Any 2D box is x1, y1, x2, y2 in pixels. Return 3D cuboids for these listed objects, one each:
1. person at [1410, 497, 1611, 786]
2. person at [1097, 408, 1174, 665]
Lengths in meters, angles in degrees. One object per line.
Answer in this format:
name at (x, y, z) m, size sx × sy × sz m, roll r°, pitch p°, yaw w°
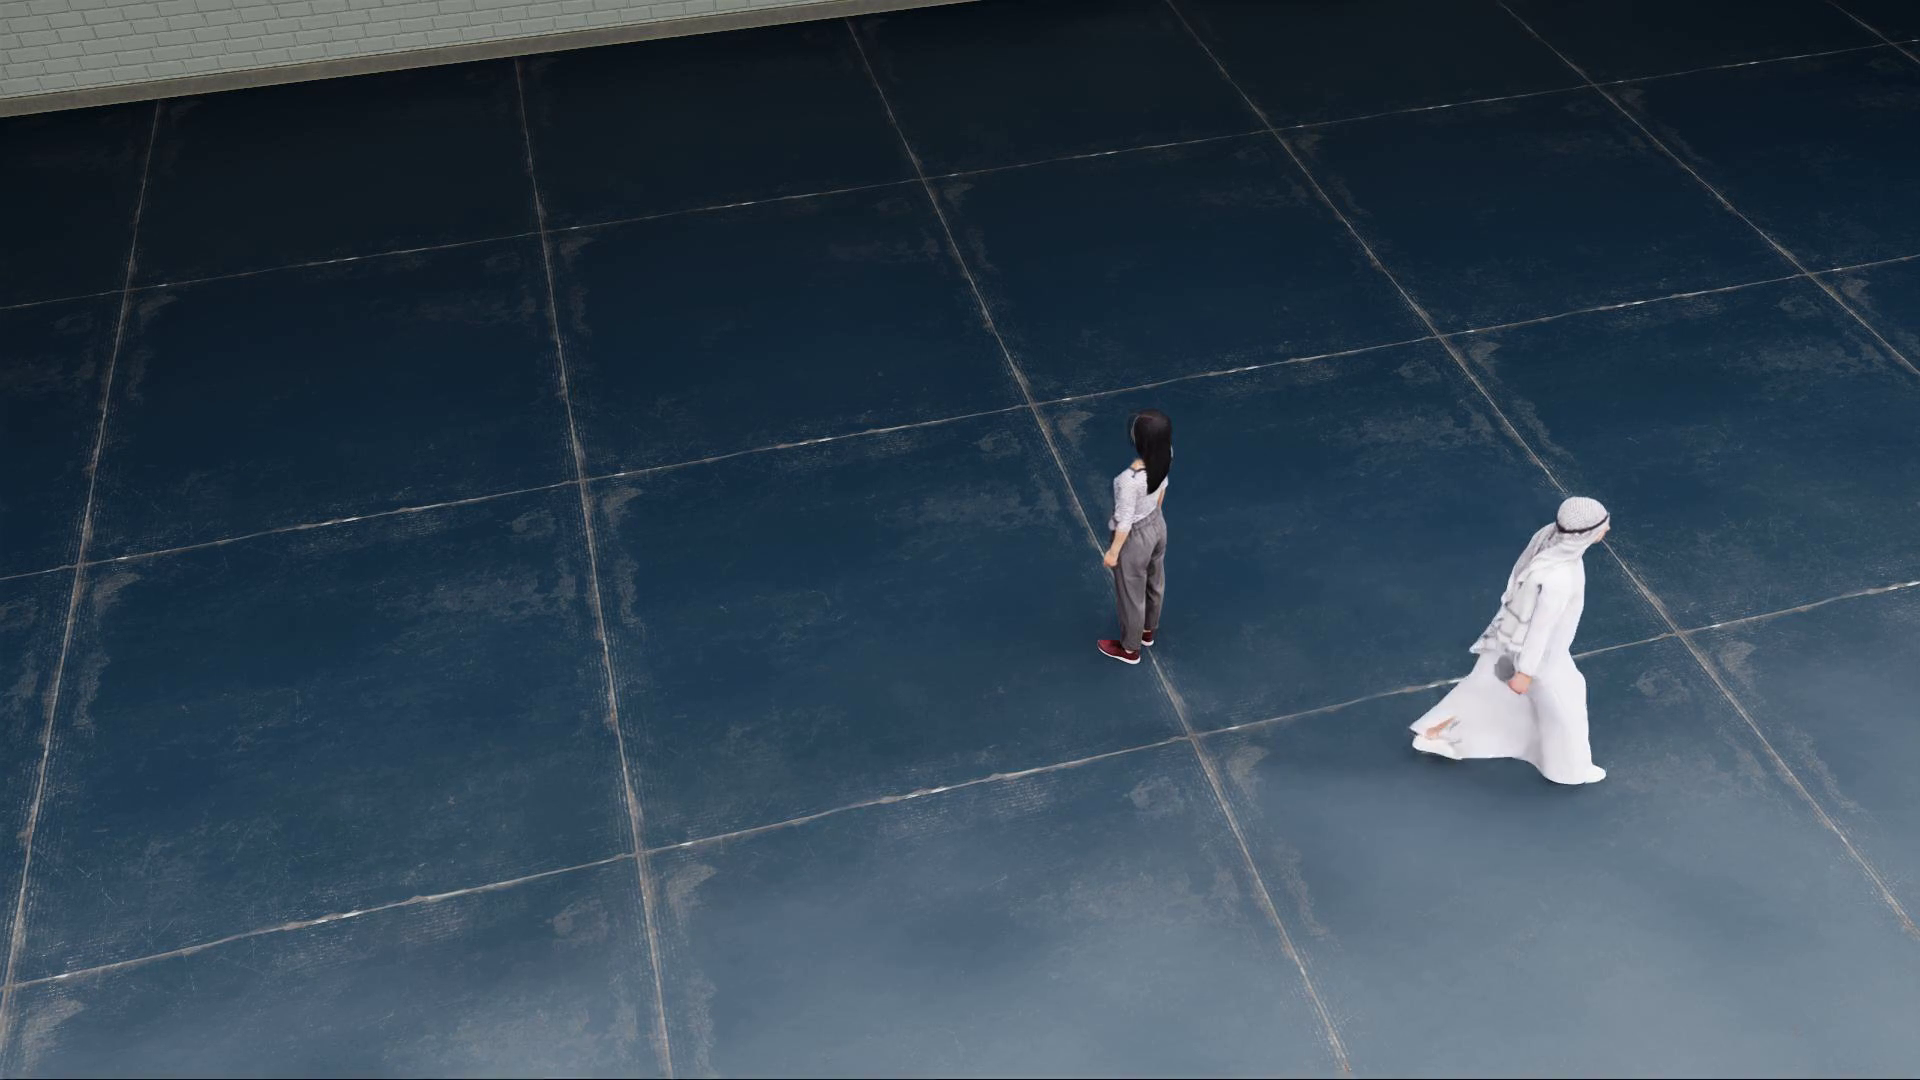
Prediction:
person at (2.757, 0.511, 8.266) m, size 1.115 × 1.874 × 1.296 m, roll 7°, pitch 44°, yaw 8°
person at (0.975, -0.019, 8.938) m, size 0.709 × 1.732 × 0.682 m, roll 29°, pitch 50°, yaw 28°
